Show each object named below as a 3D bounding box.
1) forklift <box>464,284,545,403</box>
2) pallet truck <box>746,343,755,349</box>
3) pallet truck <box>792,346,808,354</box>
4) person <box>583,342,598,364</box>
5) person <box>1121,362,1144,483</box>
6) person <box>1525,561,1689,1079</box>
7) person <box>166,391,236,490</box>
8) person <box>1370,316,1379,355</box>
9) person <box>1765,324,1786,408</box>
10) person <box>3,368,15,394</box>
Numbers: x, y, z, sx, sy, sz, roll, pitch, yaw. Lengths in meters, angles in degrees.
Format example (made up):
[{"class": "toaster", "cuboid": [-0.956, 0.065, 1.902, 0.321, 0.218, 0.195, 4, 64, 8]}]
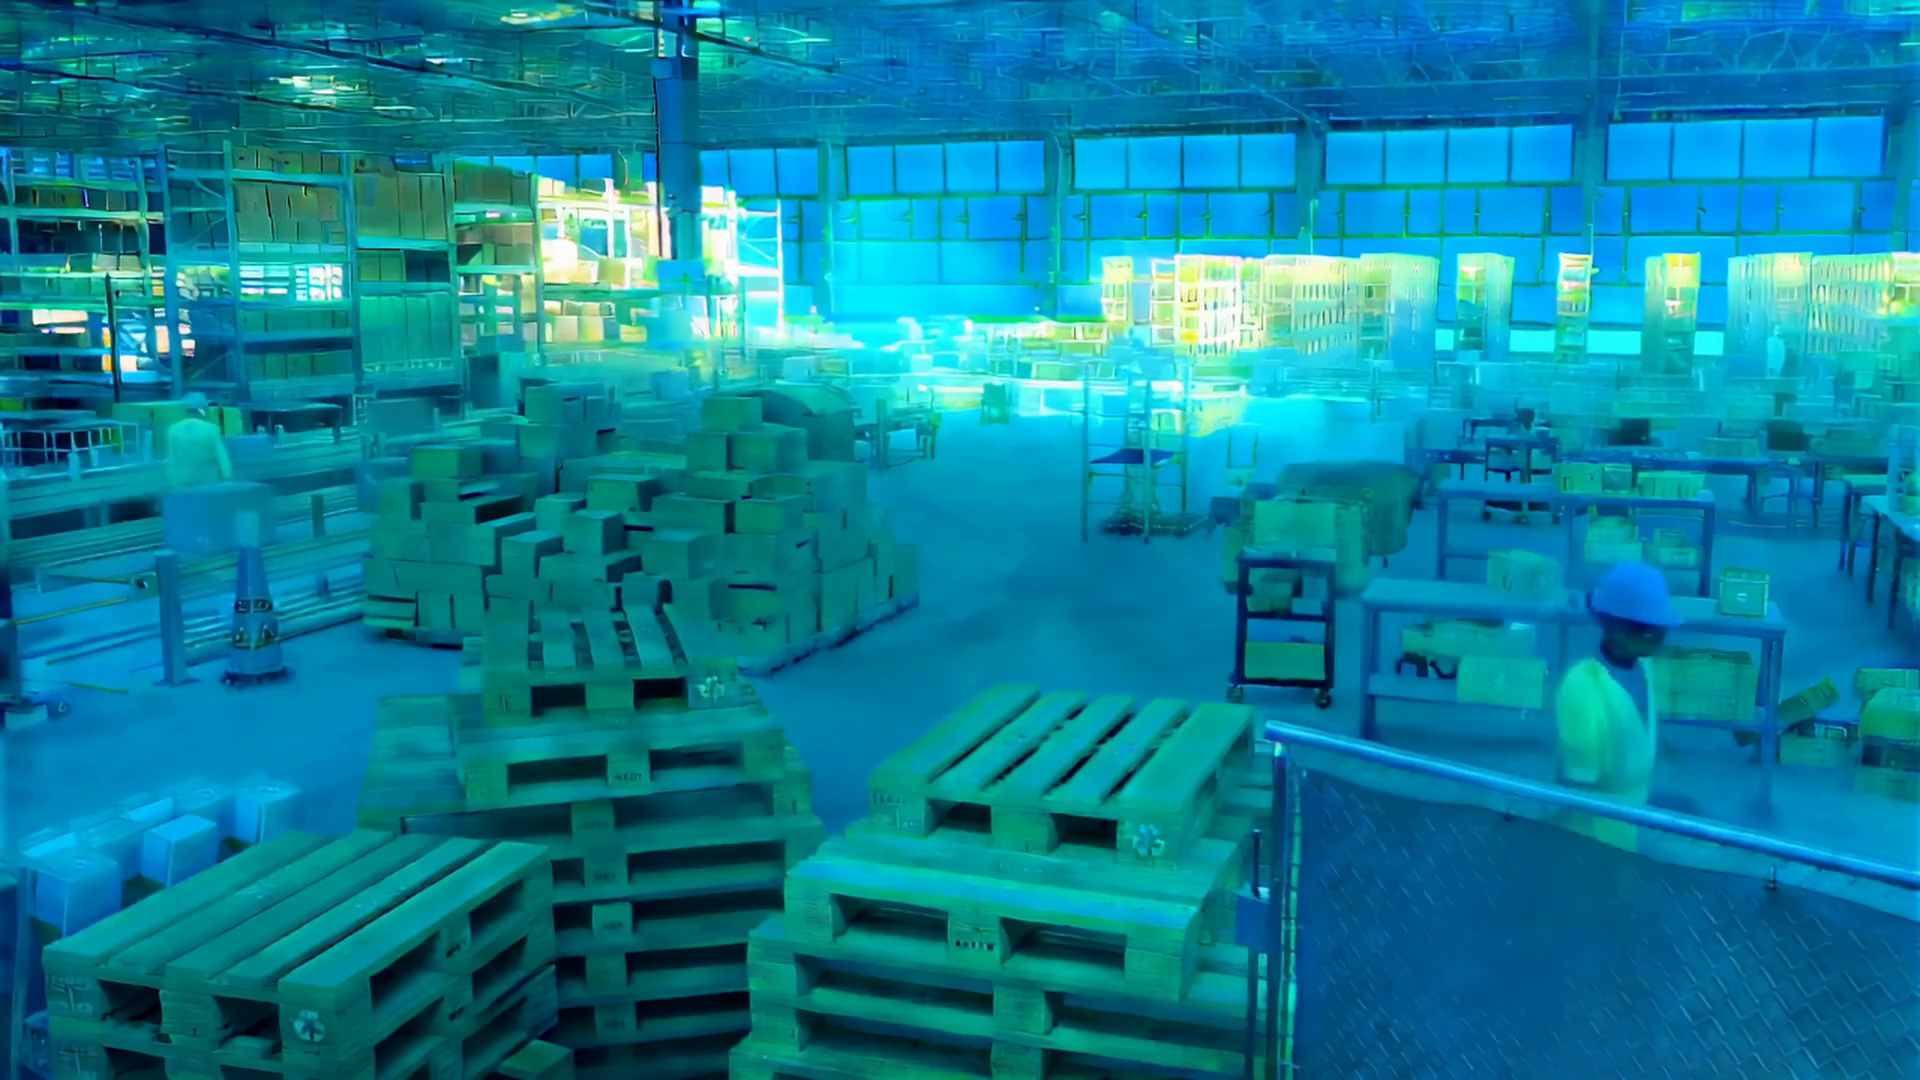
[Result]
[{"class": "forklift", "cuboid": [-10.832, -4.702, 39.610, 1.129, 2.768, 1.873, 3, 10, 20]}, {"class": "pallet truck", "cuboid": [-6.183, -4.618, 44.264, 1.601, 1.201, 0.680, -9, 12, -43]}, {"class": "pallet truck", "cuboid": [-3.705, -4.298, 42.022, 0.653, 1.274, 1.630, 3, 10, 20]}, {"class": "person", "cuboid": [-9.753, -4.827, 43.425, 0.633, 1.918, 0.779, 8, 12, 40]}, {"class": "person", "cuboid": [2.523, -1.712, 24.328, 0.308, 1.769, 0.525, 3, 10, 19]}, {"class": "person", "cuboid": [2.425, 1.078, 6.009, 0.654, 2.014, 0.745, -9, 13, -44]}, {"class": "person", "cuboid": [-8.032, -0.682, 17.714, 0.596, 1.805, 0.678, 3, 10, 18]}, {"class": "person", "cuboid": [13.091, -6.330, 52.657, 0.415, 1.985, 0.611, 3, 10, 19]}, {"class": "person", "cuboid": [18.731, -3.987, 38.172, 0.400, 1.910, 0.643, 7, 11, 36]}, {"class": "person", "cuboid": [-20.609, -3.444, 35.752, 0.833, 1.590, 0.506, 3, 9, 17]}]
